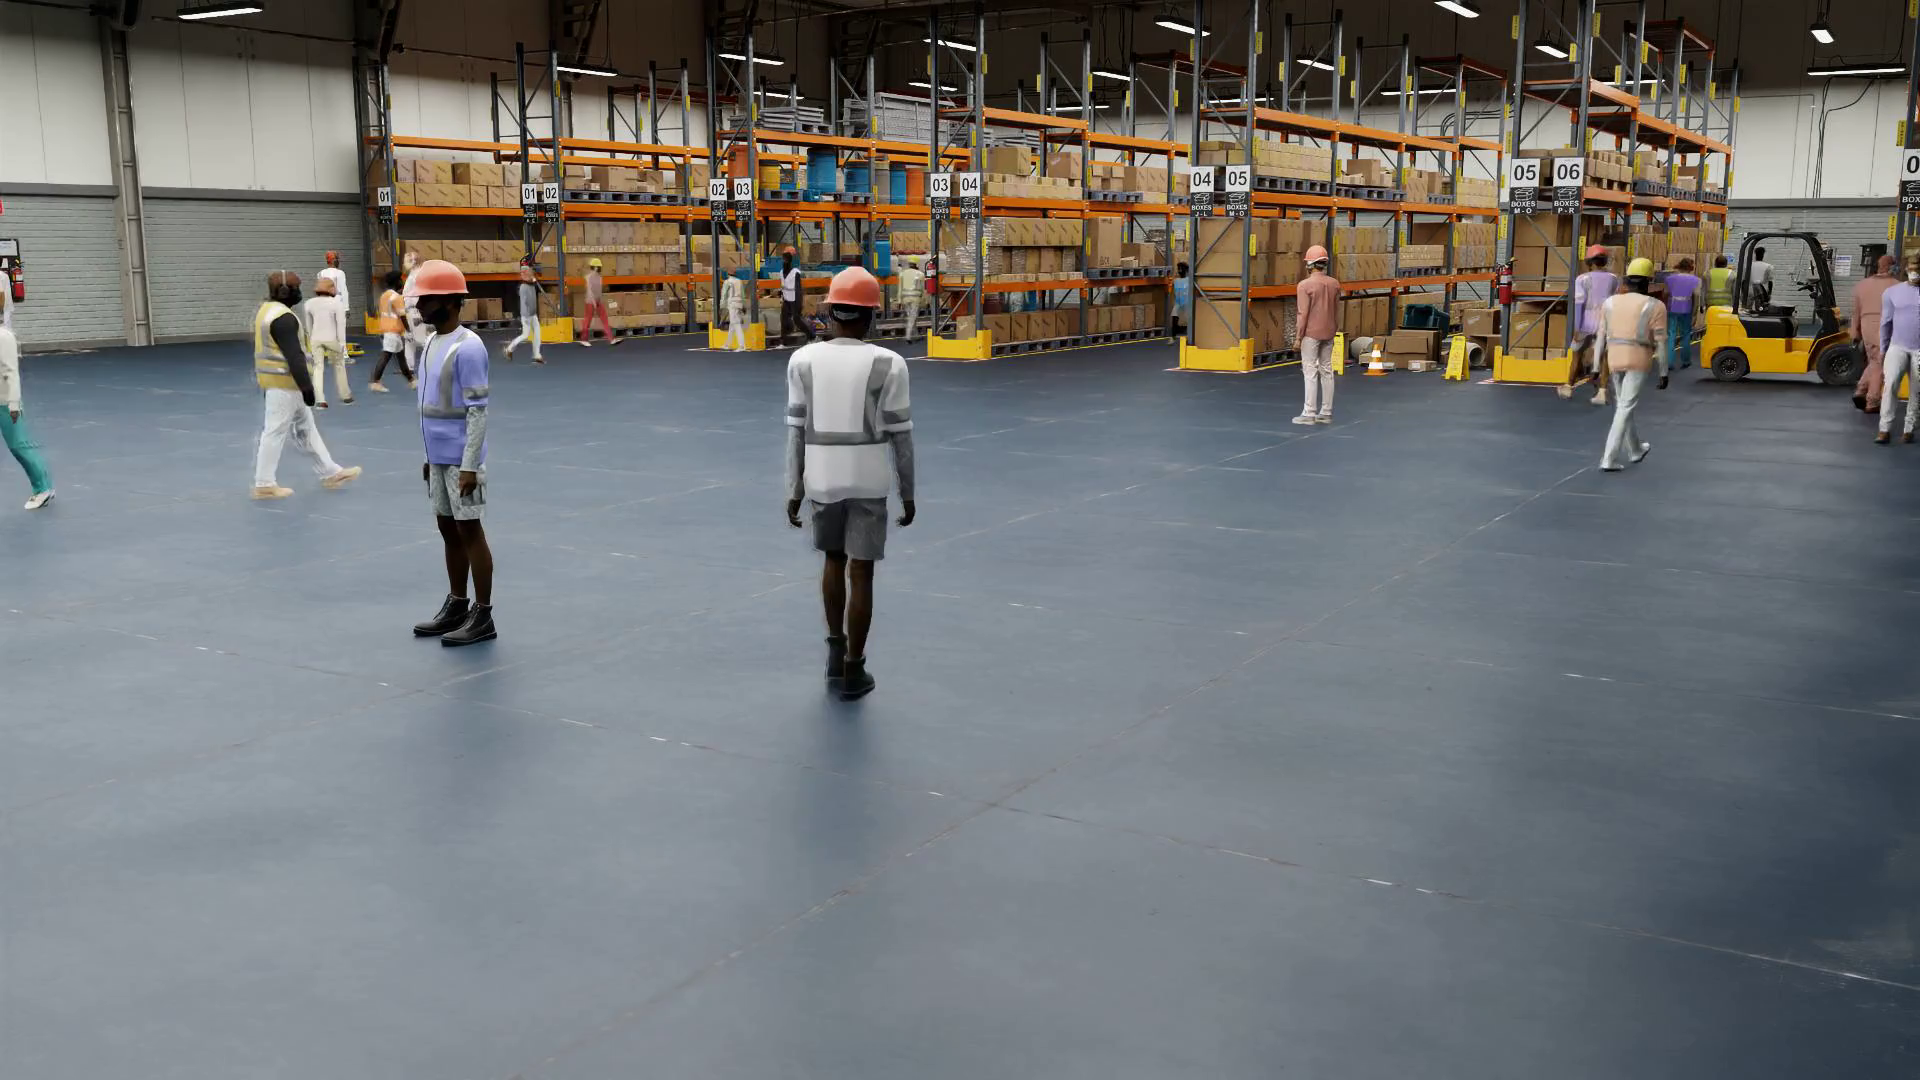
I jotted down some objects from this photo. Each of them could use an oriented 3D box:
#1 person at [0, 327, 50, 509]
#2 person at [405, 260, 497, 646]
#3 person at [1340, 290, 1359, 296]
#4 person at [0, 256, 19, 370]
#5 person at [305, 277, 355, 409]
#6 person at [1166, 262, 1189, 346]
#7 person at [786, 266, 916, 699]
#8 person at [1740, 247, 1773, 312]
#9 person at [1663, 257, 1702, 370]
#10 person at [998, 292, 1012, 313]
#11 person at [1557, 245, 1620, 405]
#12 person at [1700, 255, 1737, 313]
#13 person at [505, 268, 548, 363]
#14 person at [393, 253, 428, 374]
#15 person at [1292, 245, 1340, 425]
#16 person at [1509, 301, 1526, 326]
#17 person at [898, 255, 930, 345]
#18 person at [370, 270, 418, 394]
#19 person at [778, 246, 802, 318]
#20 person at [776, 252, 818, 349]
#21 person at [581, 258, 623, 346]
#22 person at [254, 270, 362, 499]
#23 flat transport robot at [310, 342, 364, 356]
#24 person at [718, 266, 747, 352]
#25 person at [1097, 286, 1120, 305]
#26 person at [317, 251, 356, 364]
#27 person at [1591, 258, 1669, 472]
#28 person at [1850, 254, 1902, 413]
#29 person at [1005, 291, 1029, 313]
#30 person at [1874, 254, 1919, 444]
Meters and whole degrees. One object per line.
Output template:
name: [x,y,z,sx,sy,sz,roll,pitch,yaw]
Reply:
person: [-7.204,-1.040,12.405,0.531,1.725,0.874,2,10,10]
person: [-2.579,-0.435,8.413,0.355,1.939,0.544,-9,14,-42]
person: [8.453,-5.359,36.207,0.541,1.859,0.469,6,12,30]
person: [-15.143,-3.587,26.281,0.335,1.865,0.519,-4,11,-19]
person: [-7.800,-2.434,20.555,0.512,1.597,0.772,0,10,0]
person: [4.443,-4.677,32.948,0.527,1.659,0.855,9,13,40]
person: [-0.469,-0.261,7.492,0.564,1.914,0.585,2,10,12]
person: [17.185,-5.343,35.910,0.637,1.928,0.912,4,11,23]
person: [11.596,-3.639,26.764,0.592,1.797,0.962,6,12,32]
person: [1.065,-5.675,38.157,0.536,1.792,0.950,6,12,29]
person: [8.000,-2.739,21.155,0.624,1.992,1.029,-2,10,-9]
person: [14.240,-4.444,31.238,0.636,1.816,0.868,6,12,29]
person: [-7.334,-3.787,28.080,0.655,1.608,0.500,3,10,14]
person: [-8.362,-3.503,25.752,0.810,1.883,0.650,-5,11,-26]
person: [3.976,-2.286,18.623,0.612,1.995,0.389,-6,12,-31]
person: [13.753,-6.231,40.876,0.632,1.940,0.372,6,12,30]
person: [-0.913,-4.803,33.310,0.612,1.781,0.930,6,12,30]
person: [-7.653,-2.817,22.520,0.859,1.650,0.546,-8,13,-38]
person: [-3.970,-5.820,38.524,0.630,1.964,0.917,6,12,31]
person: [-3.166,-4.595,31.926,0.624,1.876,0.879,9,14,42]
person: [-7.105,-4.648,32.629,0.908,1.722,0.531,5,11,26]
person: [-5.283,-1.247,13.345,0.926,1.799,0.653,-6,12,-29]
flat transport robot: [-11.473,-3.442,29.928,1.431,0.197,0.652,6,12,31]
person: [-4.282,-4.317,31.090,0.811,1.598,0.592,5,11,28]
person: [3.854,-6.540,42.664,0.640,1.919,0.622,5,11,28]
person: [-10.508,-3.902,27.988,0.572,1.883,0.356,4,11,22]
person: [6.064,-1.568,14.898,0.976,1.878,0.615,-8,13,-37]
person: [10.977,-2.442,19.778,0.443,1.889,0.656,-4,11,-20]
person: [1.175,-4.952,34.359,0.491,1.700,0.903,5,11,27]
person: [9.504,-1.885,16.637,0.634,1.909,0.867,7,12,35]
